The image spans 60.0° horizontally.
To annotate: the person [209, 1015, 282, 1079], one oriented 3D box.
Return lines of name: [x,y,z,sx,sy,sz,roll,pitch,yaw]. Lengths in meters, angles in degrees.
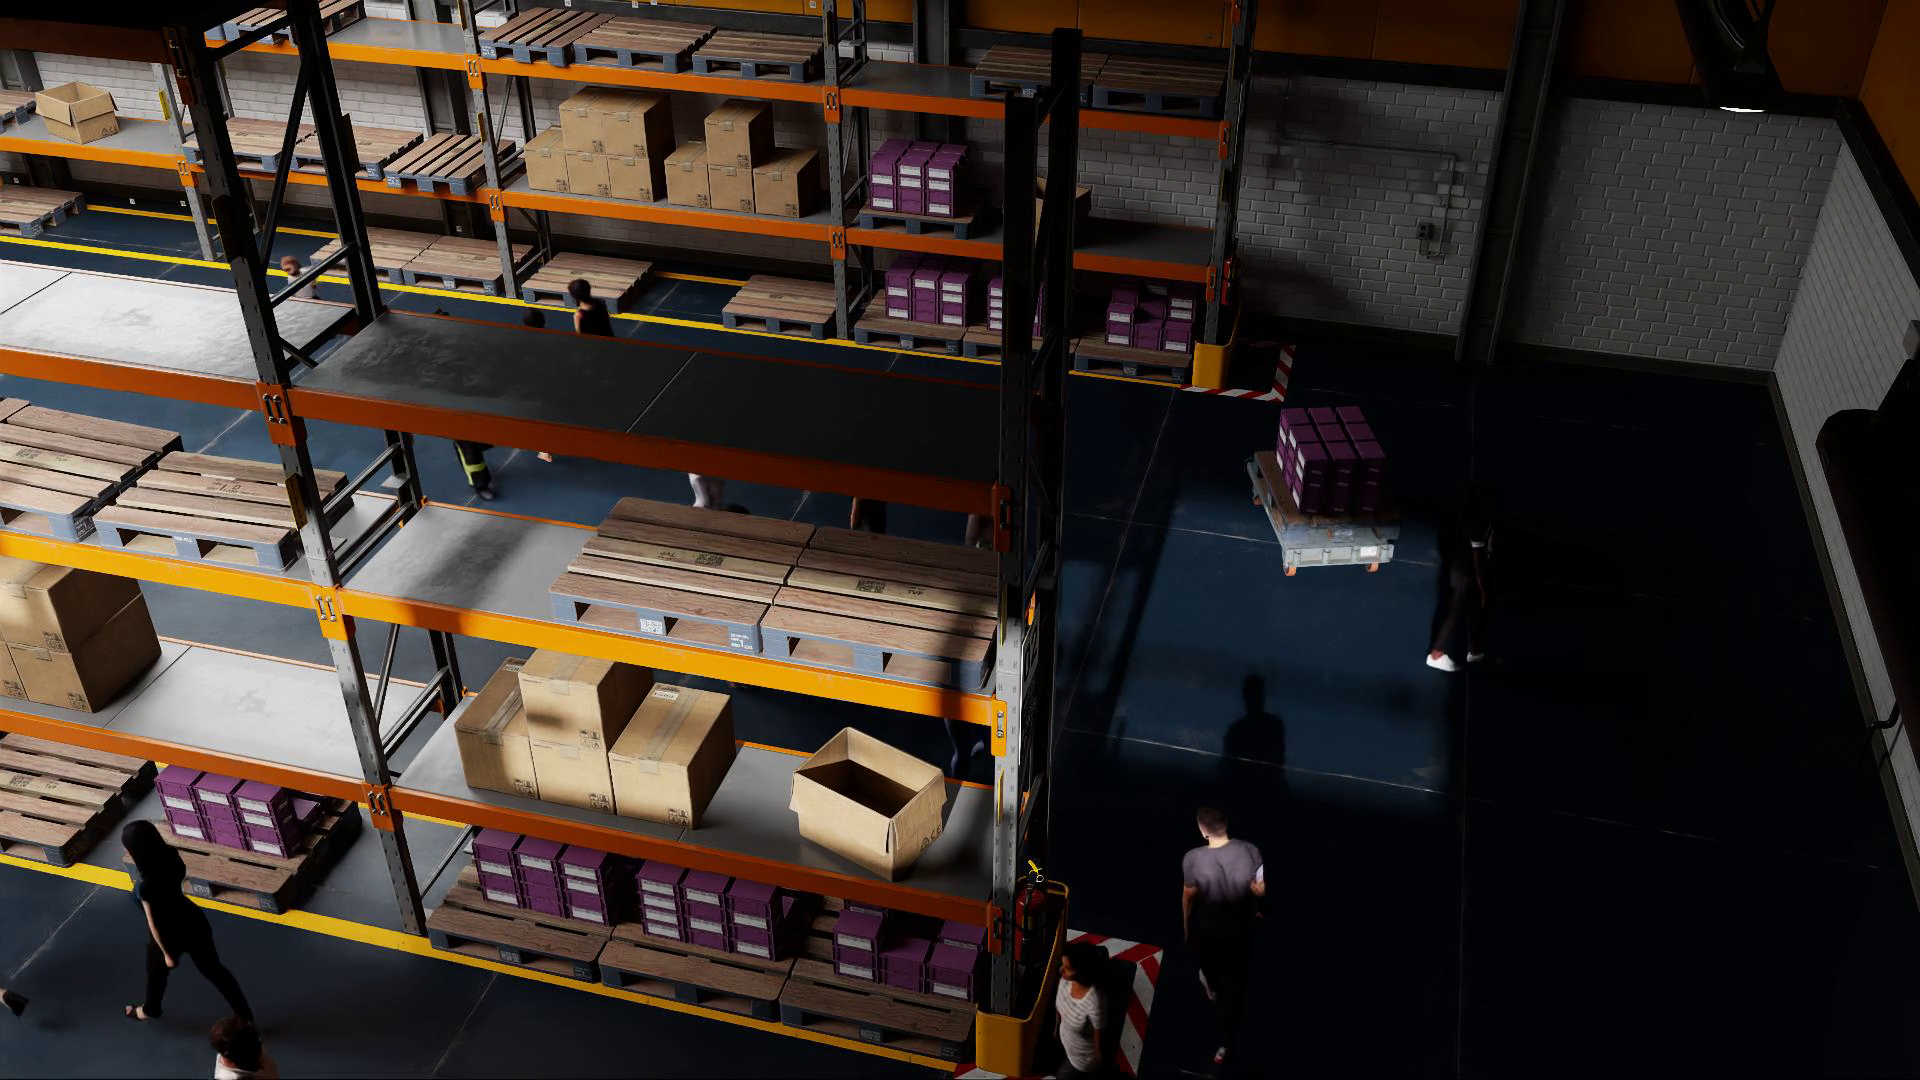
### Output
person: [-3.680,3.104,8.592,0.825,1.837,0.798,-5,34,-8]

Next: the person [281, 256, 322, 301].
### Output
person: [-7.053,-2.650,18.010,0.572,0.994,0.564,22,39,29]

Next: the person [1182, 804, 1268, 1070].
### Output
person: [1.557,2.343,9.844,1.131,1.718,0.901,6,34,9]

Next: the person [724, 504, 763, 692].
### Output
person: [-1.742,0.395,12.879,0.629,1.601,0.636,8,34,12]

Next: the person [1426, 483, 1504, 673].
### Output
person: [3.873,0.304,12.914,0.813,1.715,0.650,11,35,16]

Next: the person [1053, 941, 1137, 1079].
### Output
person: [0.768,2.802,9.250,1.137,1.611,0.965,-10,35,-15]

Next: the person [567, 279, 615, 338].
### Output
person: [-3.524,-1.838,16.310,0.819,1.523,0.733,28,43,35]

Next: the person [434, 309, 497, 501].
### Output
person: [-4.566,-1.290,15.199,1.113,1.840,0.997,28,43,35]

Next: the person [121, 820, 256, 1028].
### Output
person: [-4.541,2.349,9.852,1.086,1.699,0.675,4,34,7]
